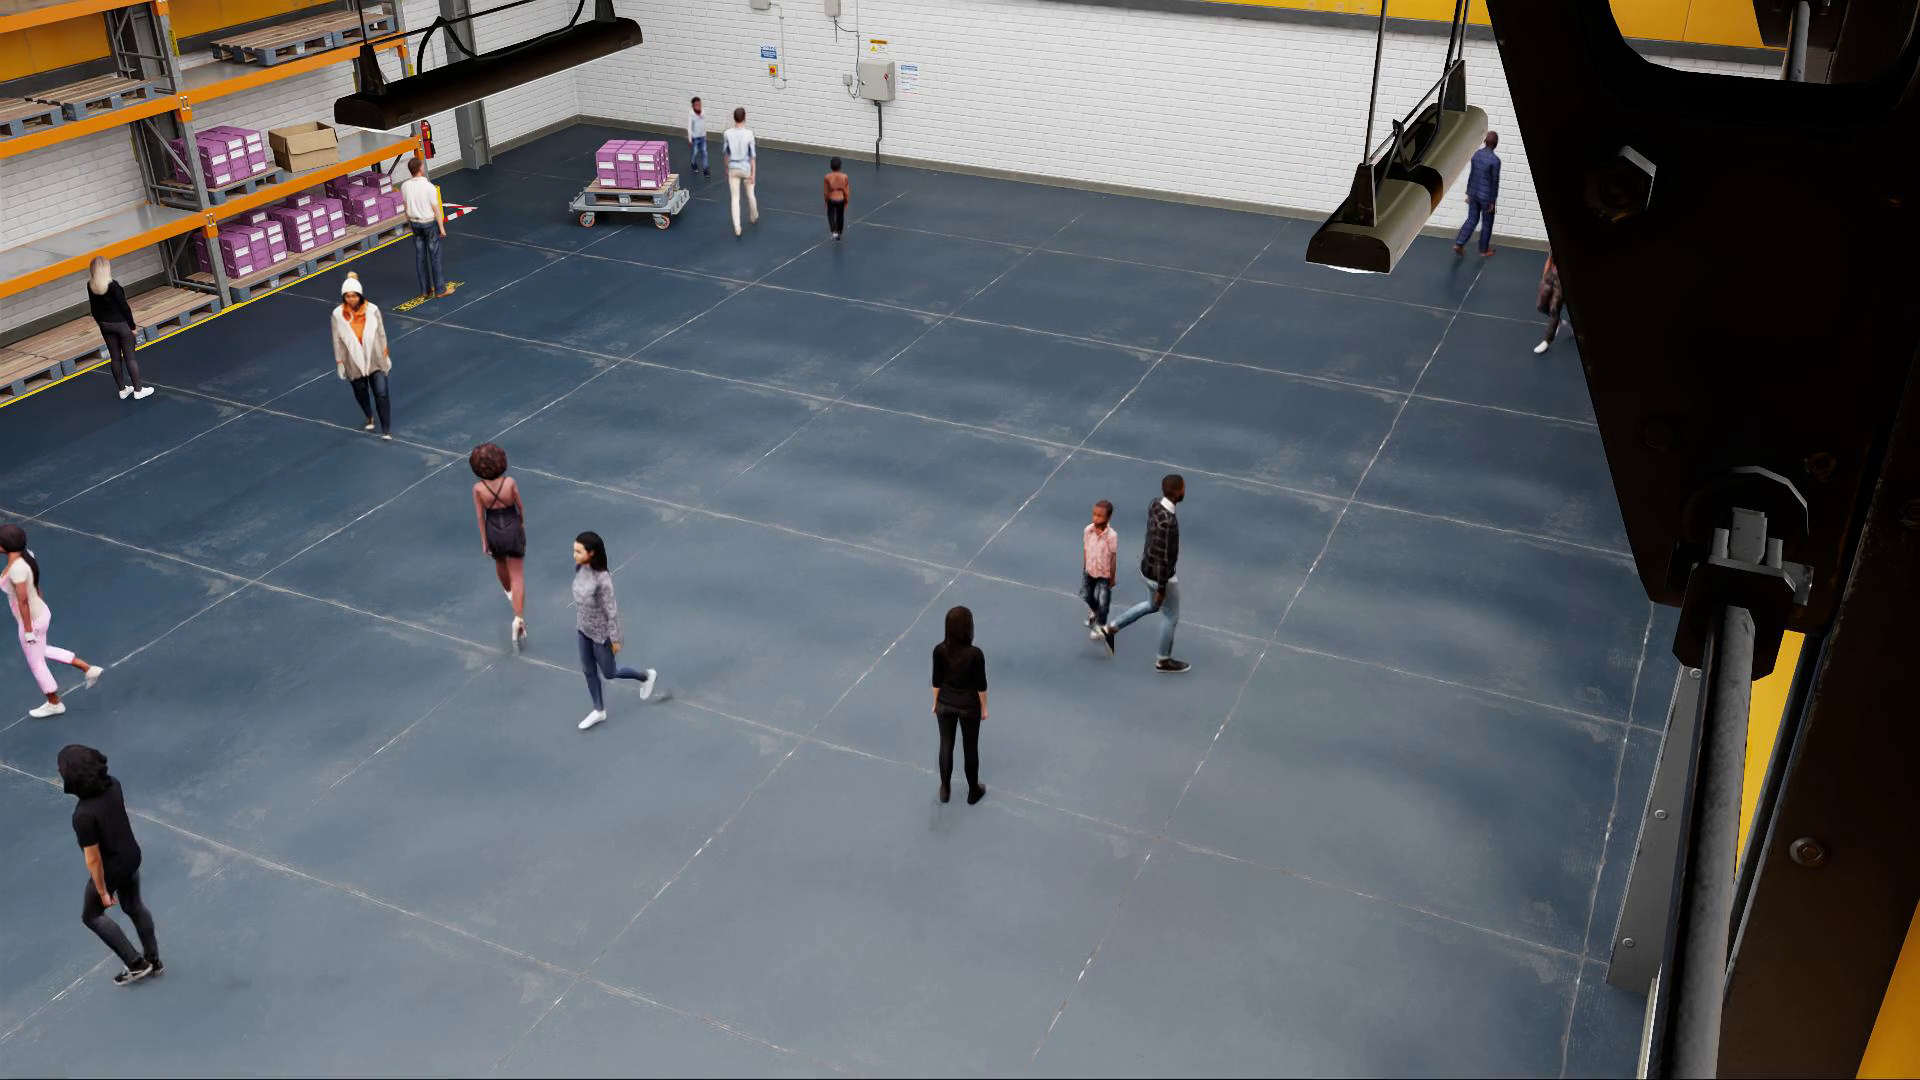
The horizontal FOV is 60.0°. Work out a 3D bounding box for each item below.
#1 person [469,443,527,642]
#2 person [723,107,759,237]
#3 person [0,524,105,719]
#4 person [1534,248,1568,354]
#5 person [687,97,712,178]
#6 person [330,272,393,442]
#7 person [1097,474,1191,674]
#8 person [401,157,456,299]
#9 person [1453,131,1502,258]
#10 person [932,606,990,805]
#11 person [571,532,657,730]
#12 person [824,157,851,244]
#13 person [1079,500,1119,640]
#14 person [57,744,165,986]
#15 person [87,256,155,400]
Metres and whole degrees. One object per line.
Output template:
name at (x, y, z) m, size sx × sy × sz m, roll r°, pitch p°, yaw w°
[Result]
person at (-3.931, 0.054, 14.411) m, size 0.976 × 1.741 × 1.192 m, roll -4°, pitch 29°, yaw -8°
person at (-3.219, -5.319, 24.196) m, size 0.969 × 1.803 × 1.293 m, roll 2°, pitch 29°, yaw 3°
person at (-7.340, 0.640, 13.346) m, size 0.925 × 1.731 × 0.868 m, roll -10°, pitch 30°, yaw -17°
person at (7.350, -3.130, 20.303) m, size 0.929 × 1.687 × 0.803 m, roll -19°, pitch 34°, yaw -31°
person at (-4.293, -6.588, 27.112) m, size 0.850 × 1.238 × 0.863 m, roll -13°, pitch 31°, yaw -23°
person at (-6.487, -2.012, 18.089) m, size 1.167 × 1.845 × 1.244 m, roll -9°, pitch 30°, yaw -16°
person at (1.580, 0.278, 13.942) m, size 1.049 × 1.796 × 1.080 m, roll 0°, pitch 29°, yaw 0°
person at (-7.082, -4.128, 21.961) m, size 0.694 × 1.853 × 0.601 m, roll 8°, pitch 30°, yaw 15°
person at (7.262, -4.810, 23.259) m, size 1.099 × 1.806 × 0.961 m, roll -18°, pitch 33°, yaw -30°
person at (-0.010, 1.233, 12.353) m, size 0.618 × 1.641 × 0.571 m, roll 6°, pitch 29°, yaw 11°
person at (-2.823, 0.691, 13.270) m, size 1.021 × 1.715 × 0.823 m, roll -25°, pitch 37°, yaw -37°
person at (-1.782, -4.891, 23.991) m, size 0.663 × 1.247 × 0.722 m, roll -5°, pitch 29°, yaw -9°
person at (1.263, 0.229, 14.550) m, size 0.520 × 1.300 × 0.583 m, roll 17°, pitch 33°, yaw 28°
person at (-5.341, 2.072, 10.627) m, size 0.786 × 1.821 × 0.636 m, roll 4°, pitch 29°, yaw 6°
person at (-9.656, -2.425, 19.012) m, size 0.666 × 1.686 × 0.613 m, roll 5°, pitch 29°, yaw 10°
